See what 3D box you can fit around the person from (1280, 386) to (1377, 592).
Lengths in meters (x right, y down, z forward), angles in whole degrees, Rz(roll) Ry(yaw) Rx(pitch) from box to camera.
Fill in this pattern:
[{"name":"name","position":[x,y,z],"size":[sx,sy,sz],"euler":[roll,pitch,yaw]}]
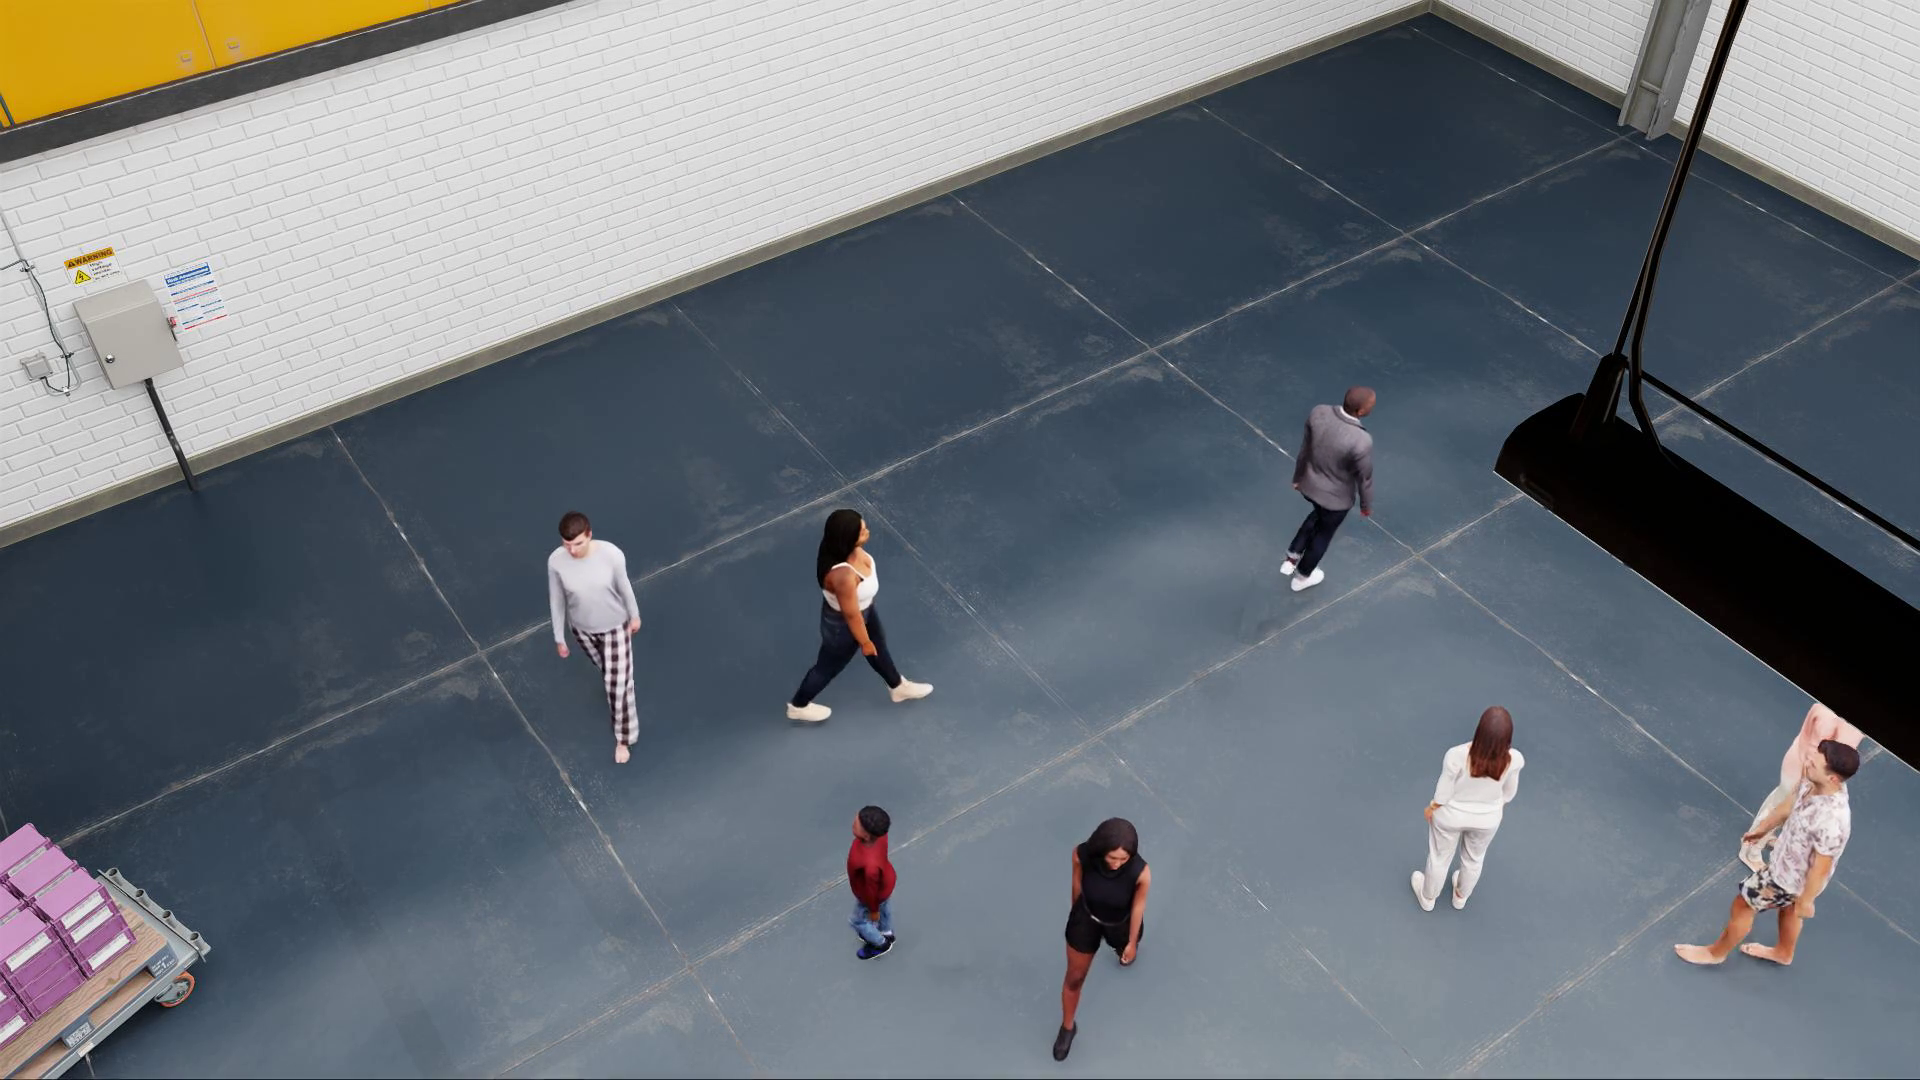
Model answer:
[{"name":"person","position":[2.415,-0.283,11.176],"size":[0.780,1.791,0.590],"euler":[-27,50,-25]}]

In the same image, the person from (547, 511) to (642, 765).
[{"name":"person","position":[-2.251,0.446,10.399],"size":[1.046,1.809,1.213],"euler":[-2,44,-2]}]

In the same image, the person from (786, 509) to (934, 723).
[{"name":"person","position":[-0.806,0.523,10.356],"size":[1.144,1.756,1.219],"euler":[-1,44,-1]}]

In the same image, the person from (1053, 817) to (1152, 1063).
[{"name":"person","position":[0.821,1.978,8.868],"size":[1.137,1.701,1.095],"euler":[12,45,13]}]

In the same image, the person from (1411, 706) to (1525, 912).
[{"name":"person","position":[2.861,1.522,9.356],"size":[0.684,1.688,0.717],"euler":[1,44,1]}]

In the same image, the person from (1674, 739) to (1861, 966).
[{"name":"person","position":[4.641,1.781,9.009],"size":[1.016,1.793,0.919],"euler":[15,46,15]}]

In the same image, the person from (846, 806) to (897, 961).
[{"name":"person","position":[-0.423,1.917,9.264],"size":[0.656,1.244,0.586],"euler":[3,44,4]}]

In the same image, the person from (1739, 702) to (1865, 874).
[{"name":"person","position":[4.902,1.278,9.587],"size":[0.587,1.724,0.643],"euler":[33,53,30]}]
